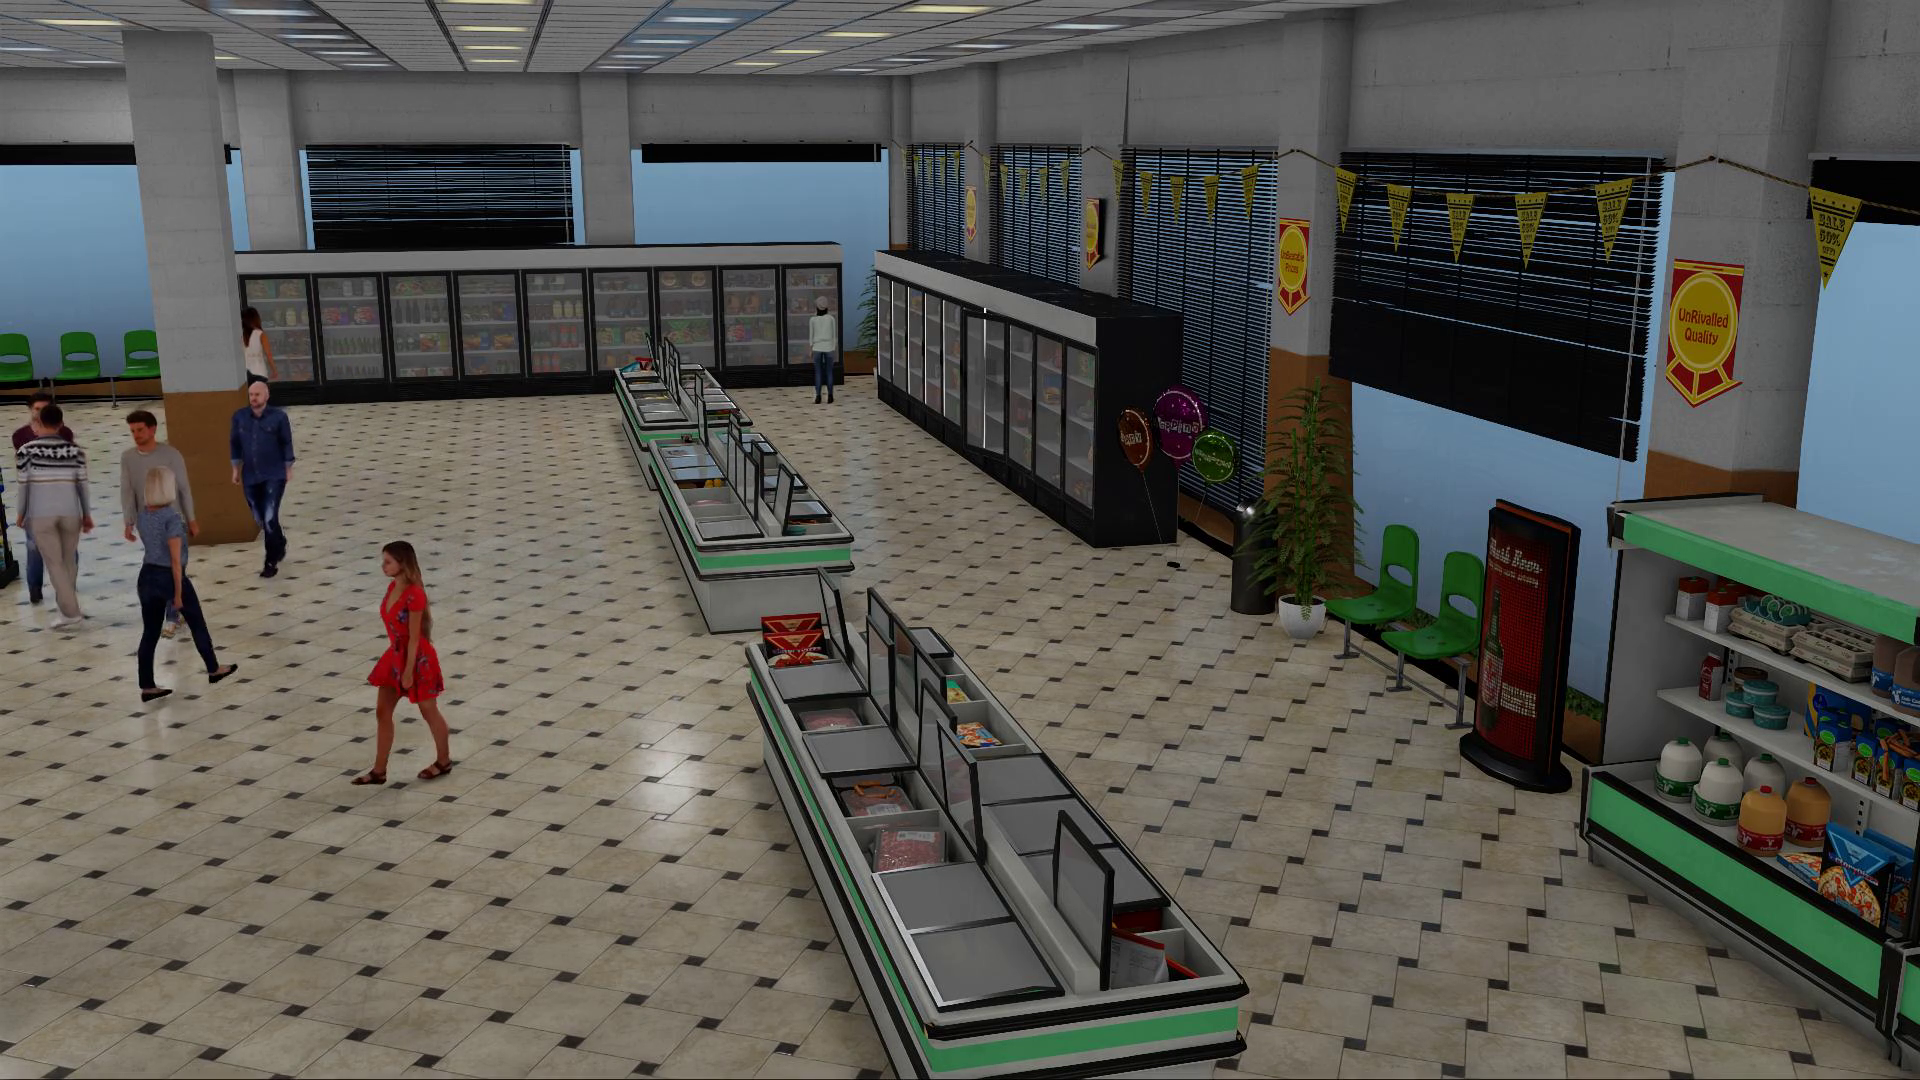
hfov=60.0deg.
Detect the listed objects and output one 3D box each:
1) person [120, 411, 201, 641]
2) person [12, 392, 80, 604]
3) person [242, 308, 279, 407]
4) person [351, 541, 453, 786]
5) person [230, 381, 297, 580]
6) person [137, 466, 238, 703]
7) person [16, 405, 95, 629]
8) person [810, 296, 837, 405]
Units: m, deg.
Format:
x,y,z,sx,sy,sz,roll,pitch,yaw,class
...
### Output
x,y,z,sx,sy,sz,roll,pitch,yaw,class
-6.510,-0.138,13.621,0.818,1.855,1.172,-1,14,-5,person
-8.069,-0.404,14.786,0.672,1.823,0.821,-3,14,-13,person
-9.508,-2.190,22.308,0.952,1.749,1.154,3,14,13,person
-3.374,0.770,10.481,0.882,1.572,0.904,-13,19,-42,person
-6.501,-0.580,15.583,0.902,1.790,1.241,0,14,0,person
-5.806,0.346,11.978,0.940,1.690,1.060,5,14,20,person
-7.513,-0.168,13.848,1.234,1.807,1.074,10,17,36,person
-2.094,-2.931,25.581,0.592,1.647,0.548,-1,14,-4,person
